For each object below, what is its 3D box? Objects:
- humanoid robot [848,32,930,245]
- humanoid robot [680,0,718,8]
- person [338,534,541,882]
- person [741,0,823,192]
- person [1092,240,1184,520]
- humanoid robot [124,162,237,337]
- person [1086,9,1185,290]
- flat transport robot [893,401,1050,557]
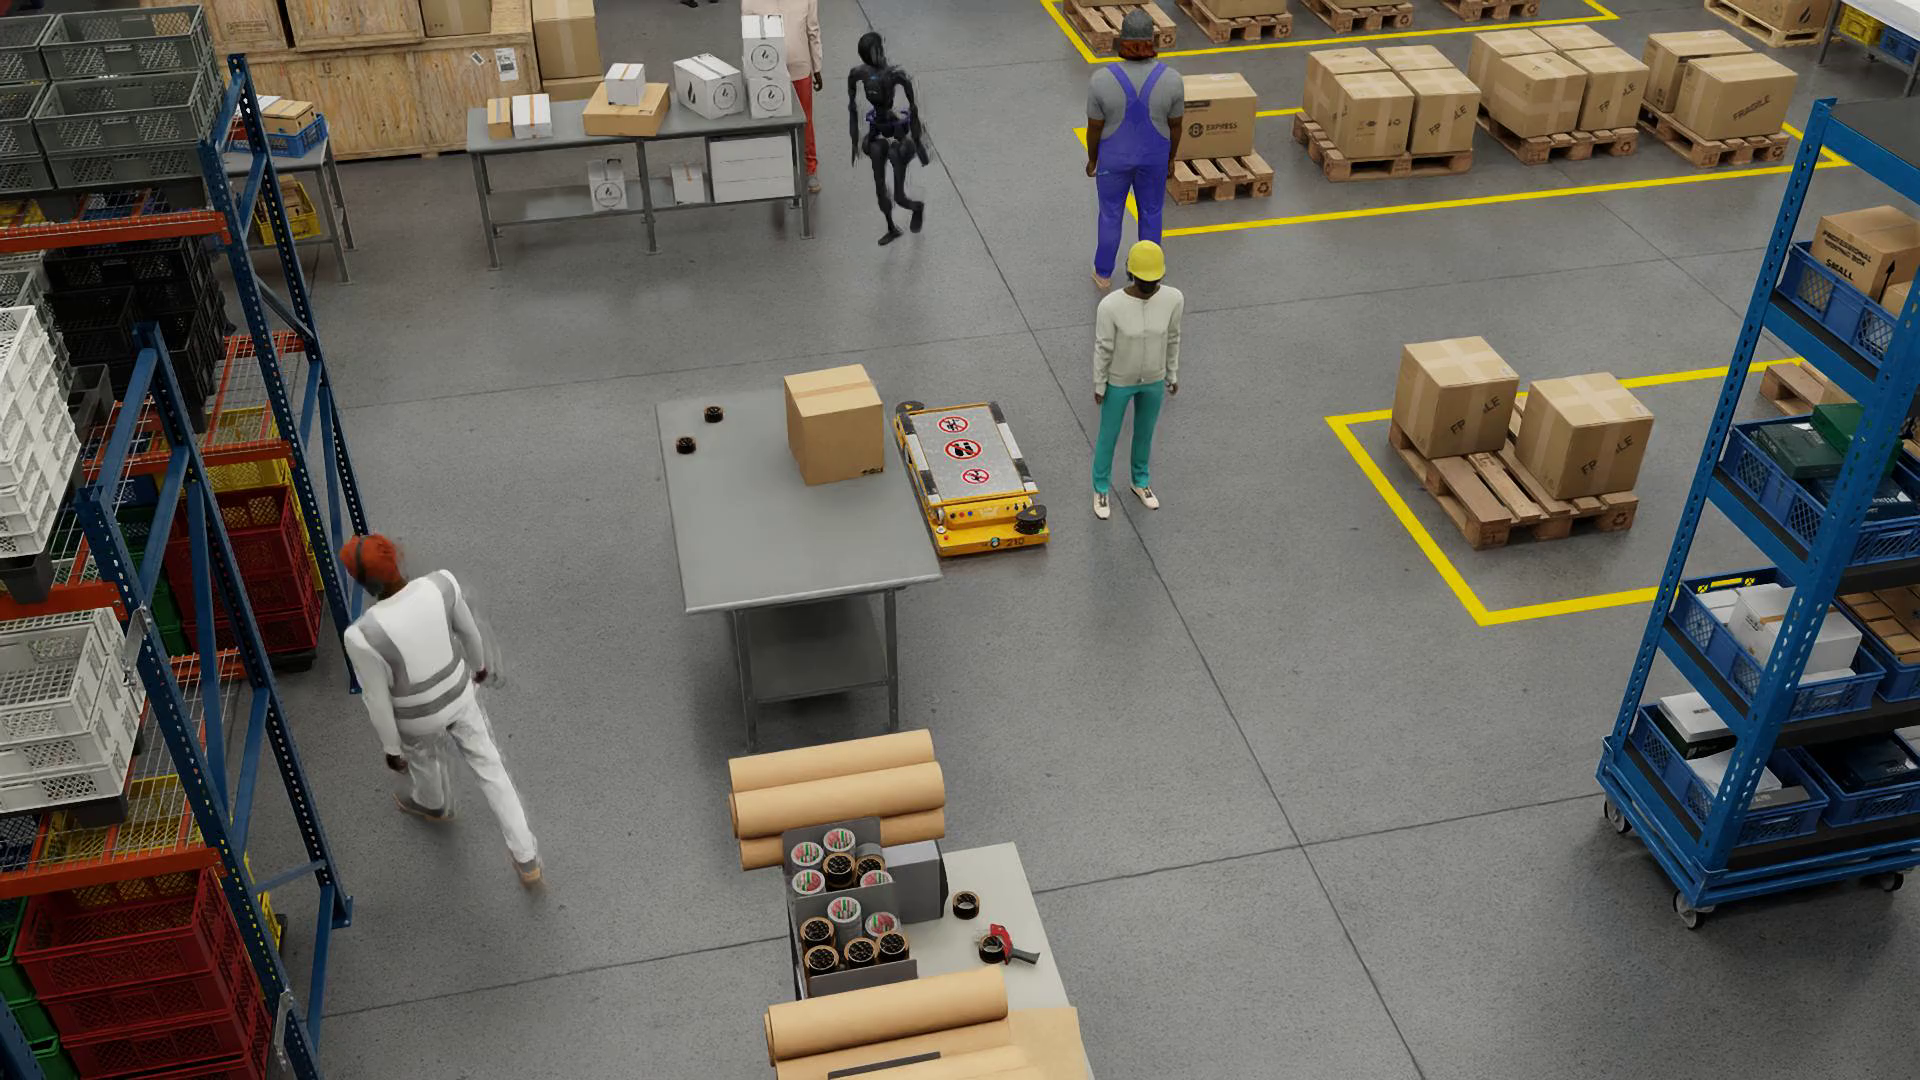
[{"bbox_3d":[-0.517,-2.994,12.408,0.619,1.630,0.449,17,40,22],"label":"humanoid robot"},{"bbox_3d":[-2.717,-6.255,16.767,0.583,1.659,0.329,-20,41,-24],"label":"humanoid robot"},{"bbox_3d":[-2.304,0.713,7.287,0.987,1.833,0.637,29,45,33],"label":"person"},{"bbox_3d":[-1.383,-3.681,13.068,0.620,1.990,0.395,-8,37,-10],"label":"person"},{"bbox_3d":[1.015,-0.915,9.528,0.525,1.767,0.329,-10,38,-13],"label":"person"},{"bbox_3d":[-5.269,-2.083,11.161,0.589,1.657,0.327,4,37,6],"label":"humanoid robot"},{"bbox_3d":[1.210,-2.748,11.764,0.676,2.000,0.536,0,37,0],"label":"person"},{"bbox_3d":[0.046,-0.430,10.108,0.652,0.197,1.431,-8,37,-10],"label":"flat transport robot"}]
